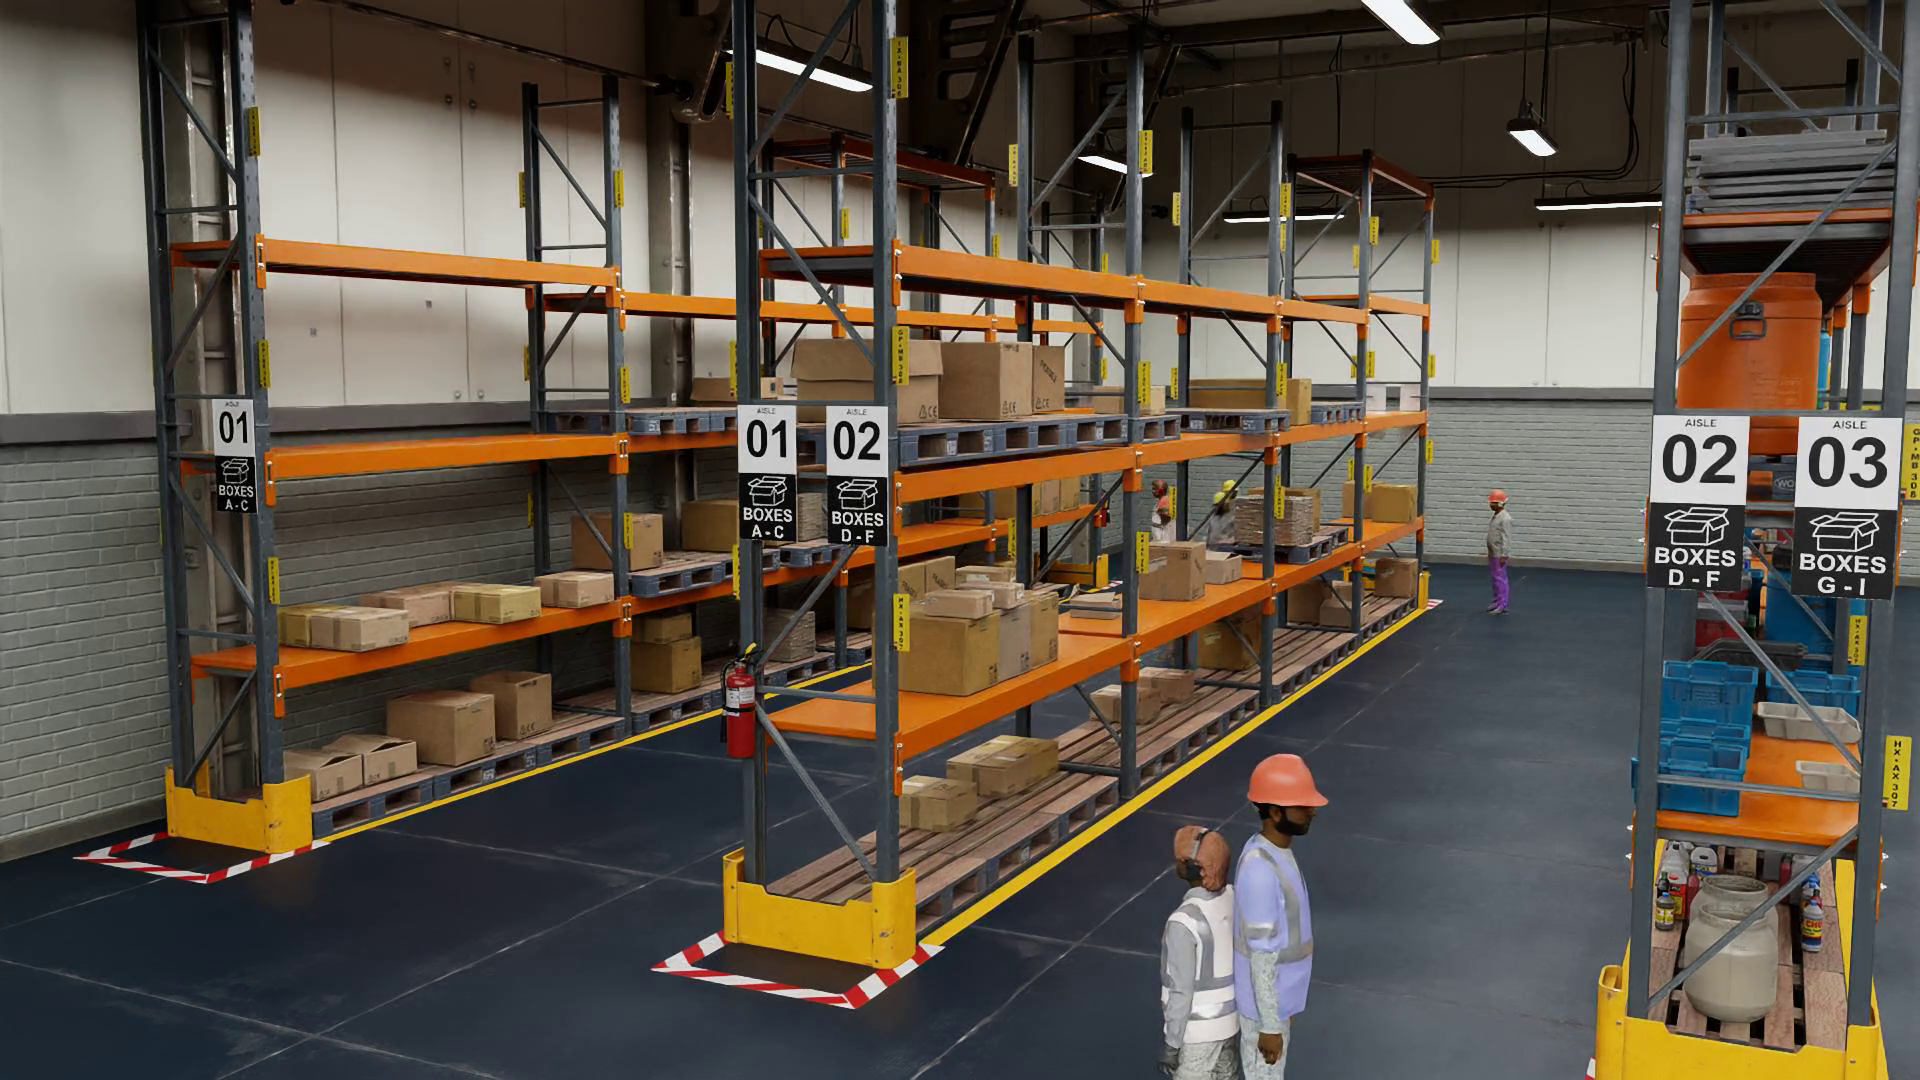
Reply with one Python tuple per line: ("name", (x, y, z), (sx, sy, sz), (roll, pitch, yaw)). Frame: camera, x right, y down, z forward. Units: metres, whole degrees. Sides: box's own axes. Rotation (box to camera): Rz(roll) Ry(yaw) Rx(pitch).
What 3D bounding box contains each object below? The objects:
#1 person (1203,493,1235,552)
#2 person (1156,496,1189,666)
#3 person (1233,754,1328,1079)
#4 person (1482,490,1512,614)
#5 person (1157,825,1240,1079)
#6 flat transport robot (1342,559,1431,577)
("person", (3.664, 0.177, 23.452), (0.501, 1.688, 0.943), (5, 7, 38))
("person", (2.493, 0.478, 19.324), (0.386, 1.945, 0.704), (0, 6, -3))
("person", (1.244, 1.793, 6.537), (0.361, 1.939, 0.542), (2, 6, 15))
("person", (7.515, 0.166, 23.303), (0.349, 1.743, 0.568), (0, 6, -2))
("person", (0.954, 1.935, 6.579), (0.309, 1.644, 0.513), (4, 7, 35))
("flat transport robot", (7.025, 0.471, 27.421), (0.652, 0.197, 1.431), (-3, 7, -26))
